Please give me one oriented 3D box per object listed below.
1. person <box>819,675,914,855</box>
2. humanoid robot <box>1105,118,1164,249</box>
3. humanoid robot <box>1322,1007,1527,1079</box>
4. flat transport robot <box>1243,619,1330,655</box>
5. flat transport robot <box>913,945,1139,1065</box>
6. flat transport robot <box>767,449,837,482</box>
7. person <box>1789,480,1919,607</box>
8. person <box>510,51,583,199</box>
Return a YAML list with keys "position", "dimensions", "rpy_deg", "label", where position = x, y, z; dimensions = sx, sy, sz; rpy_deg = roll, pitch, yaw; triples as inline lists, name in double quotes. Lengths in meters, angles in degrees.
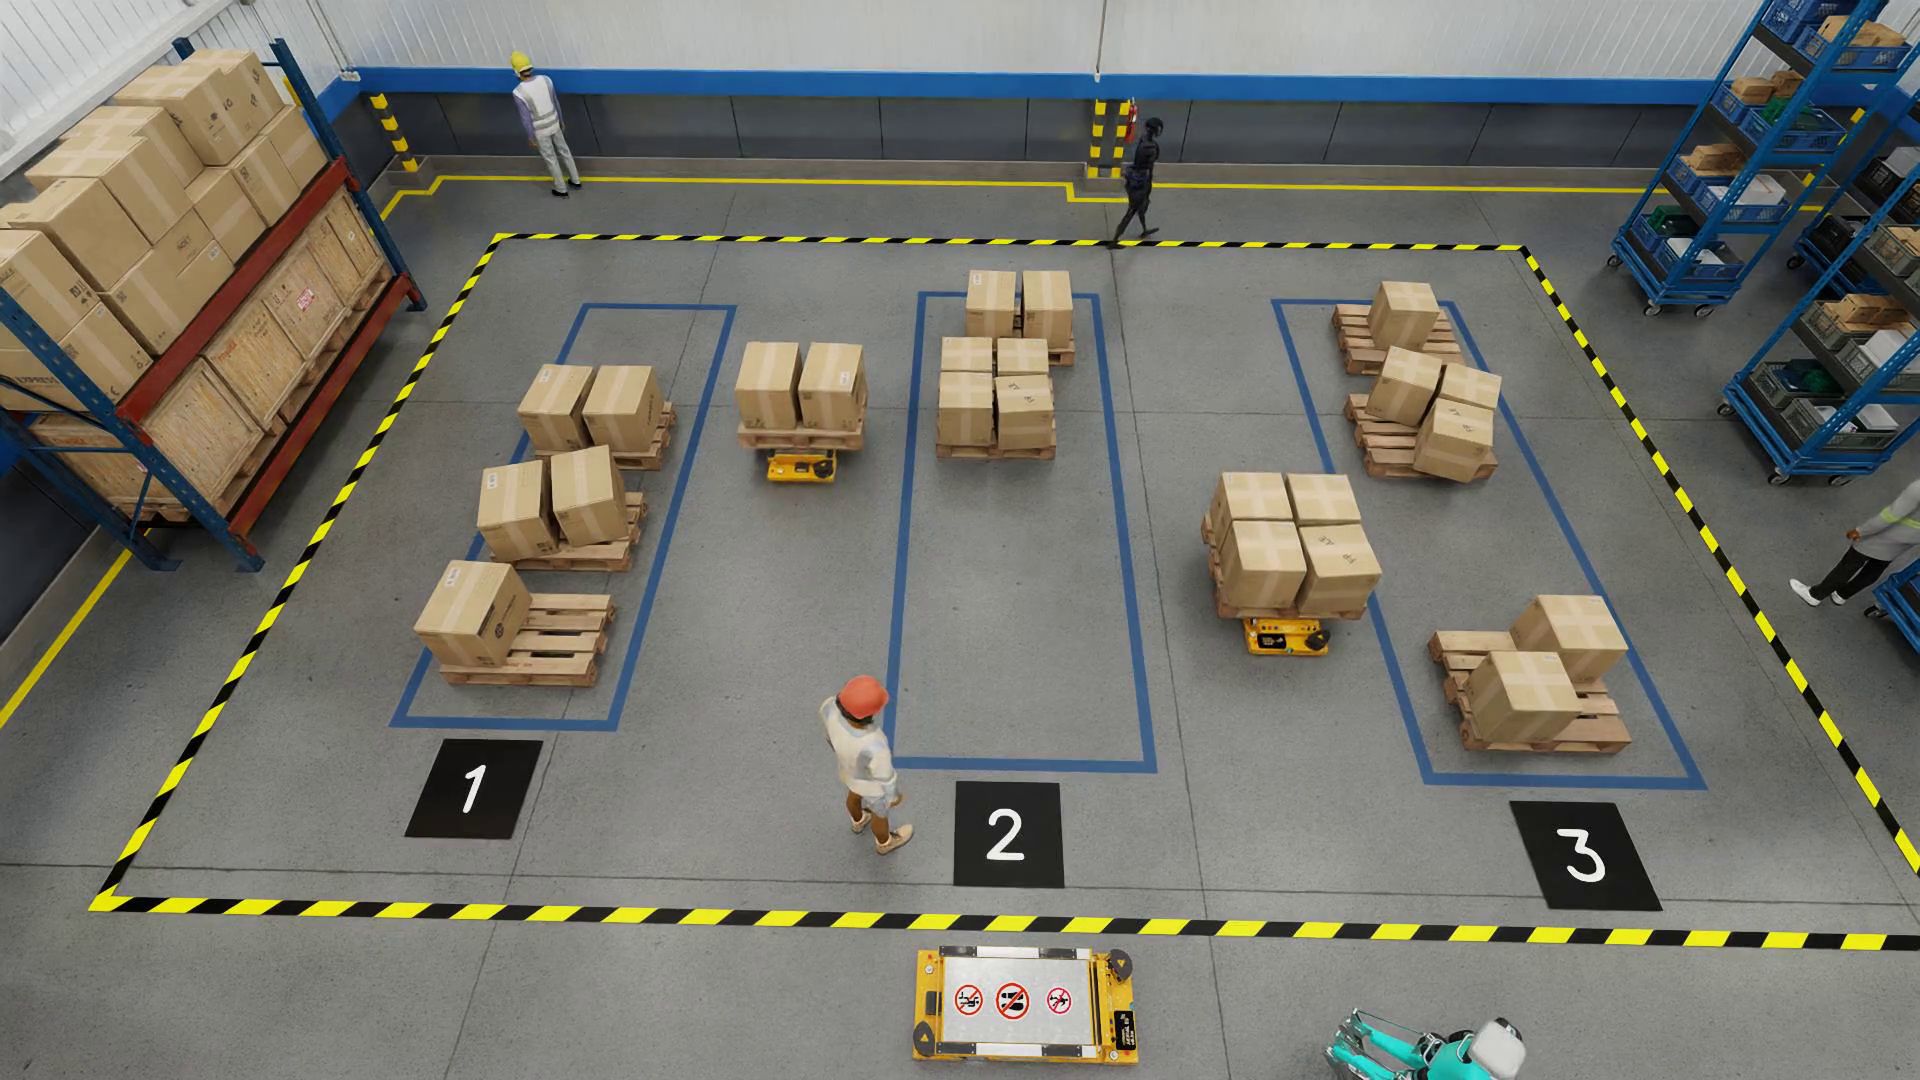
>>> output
- position: [-0.608, 1.515, 6.114]
  dimensions: [0.400, 2.032, 0.606]
  rpy_deg: [-37, 60, -26]
  label: "person"
- position: [2.204, -4.308, 11.111]
  dimensions: [0.759, 1.619, 0.612]
  rpy_deg: [-8, 51, -6]
  label: "humanoid robot"
- position: [2.442, 2.845, 5.130]
  dimensions: [0.533, 1.681, 0.735]
  rpy_deg: [-35, 59, -25]
  label: "humanoid robot"
- position: [2.800, 0.367, 8.168]
  dimensions: [0.652, 0.197, 1.431]
  rpy_deg: [1, 51, 1]
  label: "flat transport robot"
- position: [0.422, 3.041, 6.007]
  dimensions: [1.431, 0.231, 0.659]
  rpy_deg: [1, 51, 1]
  label: "flat transport robot"
- position: [-1.558, -1.184, 9.433]
  dimensions: [0.652, 0.197, 1.431]
  rpy_deg: [1, 51, 1]
  label: "flat transport robot"
- position: [7.692, -0.099, 7.548]
  dimensions: [0.587, 1.848, 0.396]
  rpy_deg: [1, 51, 1]
  label: "person"
- position: [-5.366, -5.329, 11.820]
  dimensions: [0.403, 1.830, 0.597]
  rpy_deg: [25, 55, 19]
  label: "person"
